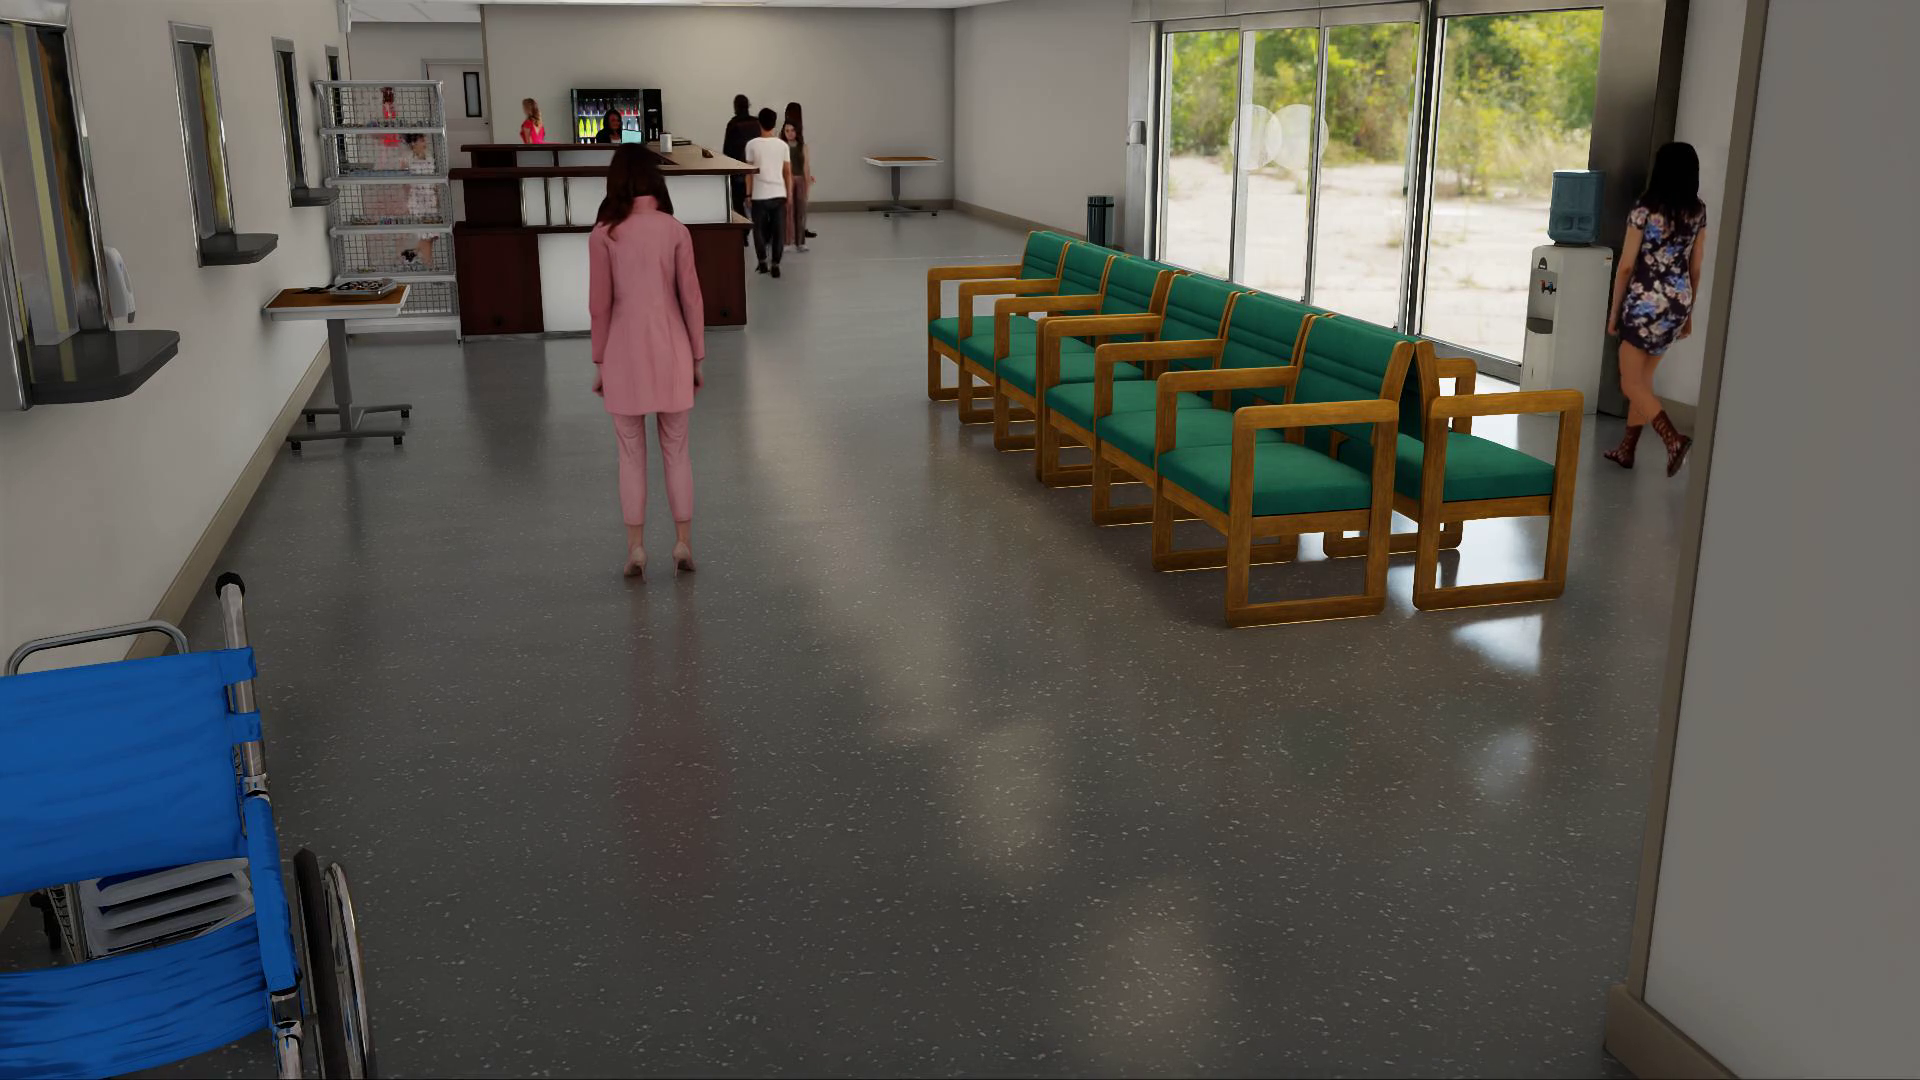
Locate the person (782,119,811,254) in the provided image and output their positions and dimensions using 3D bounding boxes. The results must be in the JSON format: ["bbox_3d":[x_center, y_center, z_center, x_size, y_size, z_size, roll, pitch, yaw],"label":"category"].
[{"bbox_3d":[-1.942,-4.120,19.399,0.639,1.548,0.609,-4,16,-15],"label":"person"}]

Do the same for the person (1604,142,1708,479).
[{"bbox_3d":[3.601,-1.142,8.535,0.958,1.711,0.697,-3,16,-11],"label":"person"}]

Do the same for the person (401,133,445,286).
[{"bbox_3d":[-5.368,-3.300,16.512,0.938,1.536,0.910,11,19,34],"label":"person"}]

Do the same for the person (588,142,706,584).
[{"bbox_3d":[-1.296,-0.720,6.872,0.444,1.802,0.679,-5,16,-16],"label":"person"}]

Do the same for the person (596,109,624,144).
[{"bbox_3d":[-4.435,-4.691,21.307,0.829,1.612,0.737,14,21,41],"label":"person"}]

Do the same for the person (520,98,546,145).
[{"bbox_3d":[-5.851,-5.285,23.271,1.085,1.689,1.009,8,18,27],"label":"person"}]

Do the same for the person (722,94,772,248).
[{"bbox_3d":[-2.553,-4.395,19.905,0.974,1.803,0.967,-10,19,-32],"label":"person"}]

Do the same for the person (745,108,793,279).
[{"bbox_3d":[-1.958,-3.549,17.083,0.680,1.706,0.710,-3,16,-11],"label":"person"}]

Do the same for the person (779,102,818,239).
[{"bbox_3d":[-2.200,-4.541,20.630,0.774,1.691,0.593,-5,16,-17],"label":"person"}]
